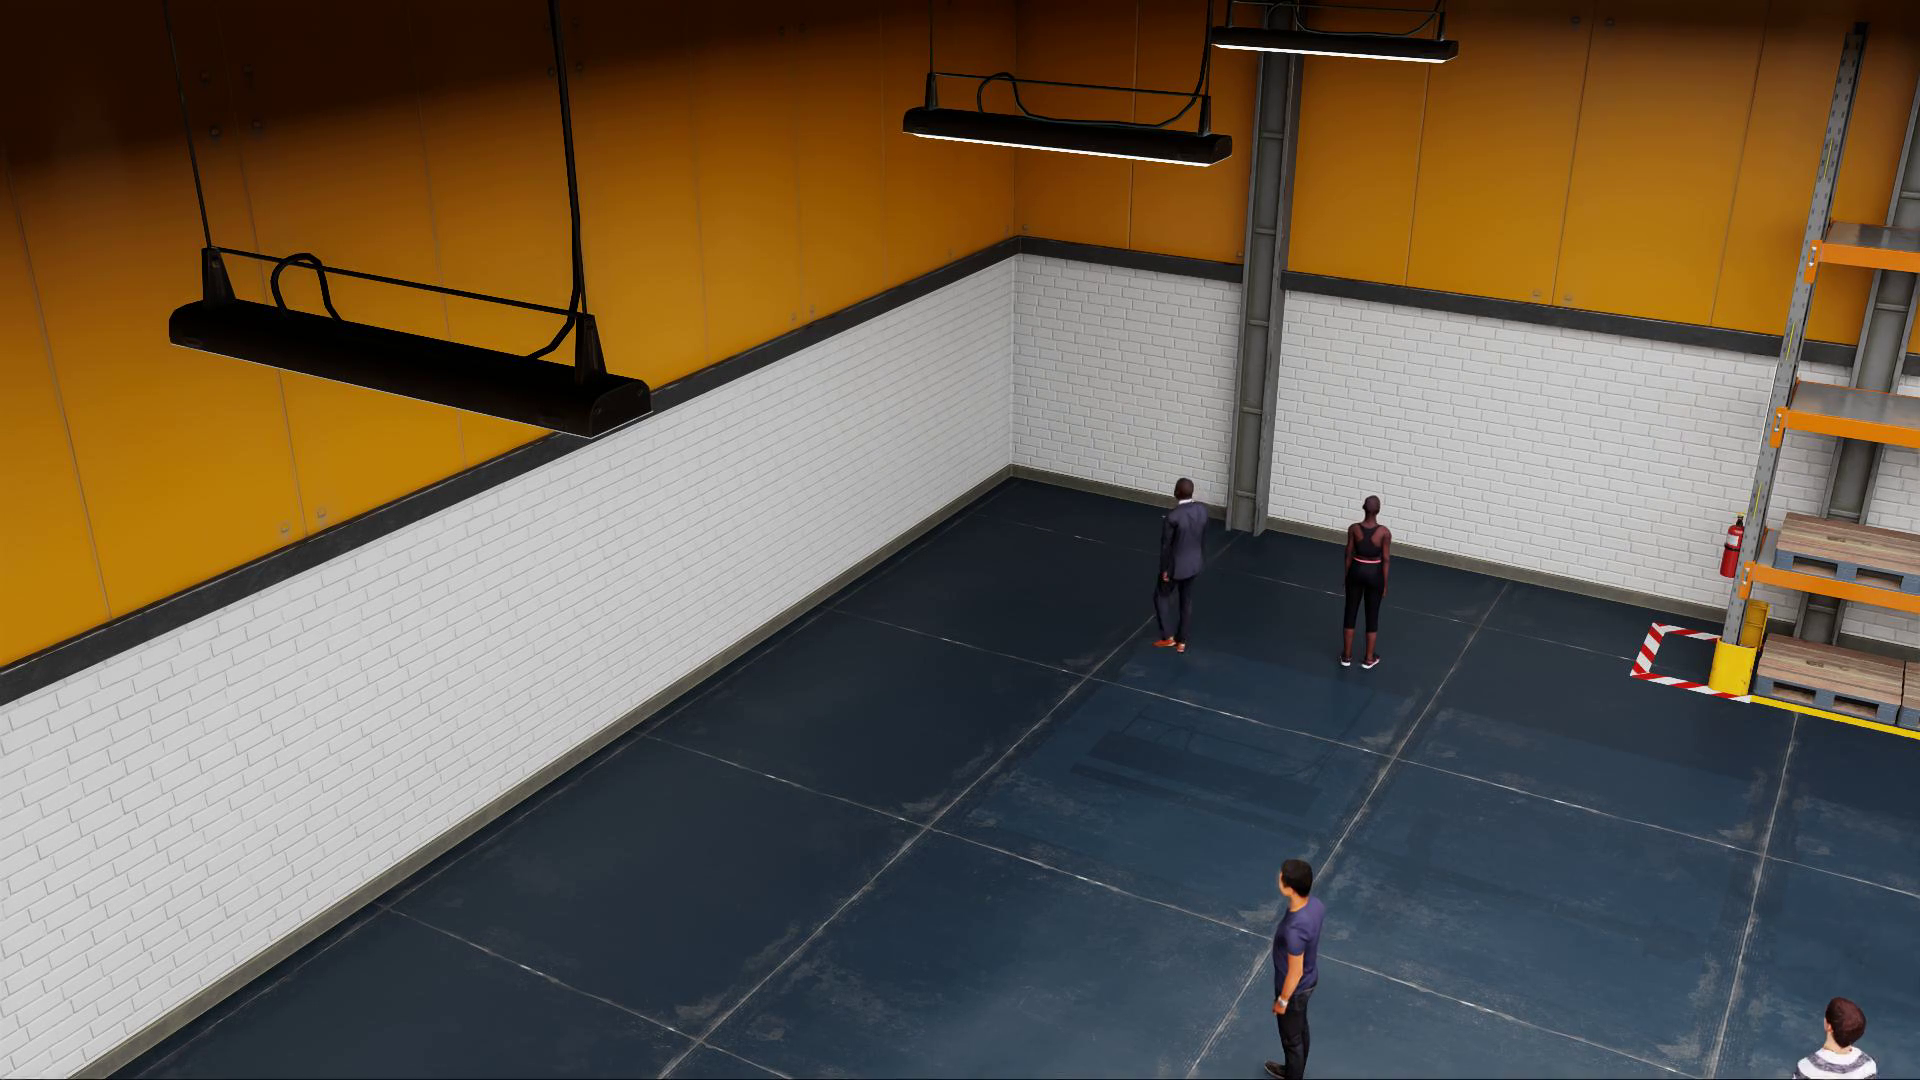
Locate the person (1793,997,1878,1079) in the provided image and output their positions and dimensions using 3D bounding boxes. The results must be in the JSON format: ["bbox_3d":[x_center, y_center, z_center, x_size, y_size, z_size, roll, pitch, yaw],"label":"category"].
[{"bbox_3d":[4.698,3.359,9.082,1.040,1.832,1.114,-7,24,-15],"label":"person"}]

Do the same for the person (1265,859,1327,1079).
[{"bbox_3d":[2.113,2.782,10.464,0.566,1.784,0.676,9,25,21],"label":"person"}]

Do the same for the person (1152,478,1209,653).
[{"bbox_3d":[2.195,0.282,16.149,0.803,1.812,0.833,-10,26,-22],"label":"person"}]

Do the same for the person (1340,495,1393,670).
[{"bbox_3d":[3.883,0.390,15.968,0.509,1.757,0.659,9,25,21],"label":"person"}]
